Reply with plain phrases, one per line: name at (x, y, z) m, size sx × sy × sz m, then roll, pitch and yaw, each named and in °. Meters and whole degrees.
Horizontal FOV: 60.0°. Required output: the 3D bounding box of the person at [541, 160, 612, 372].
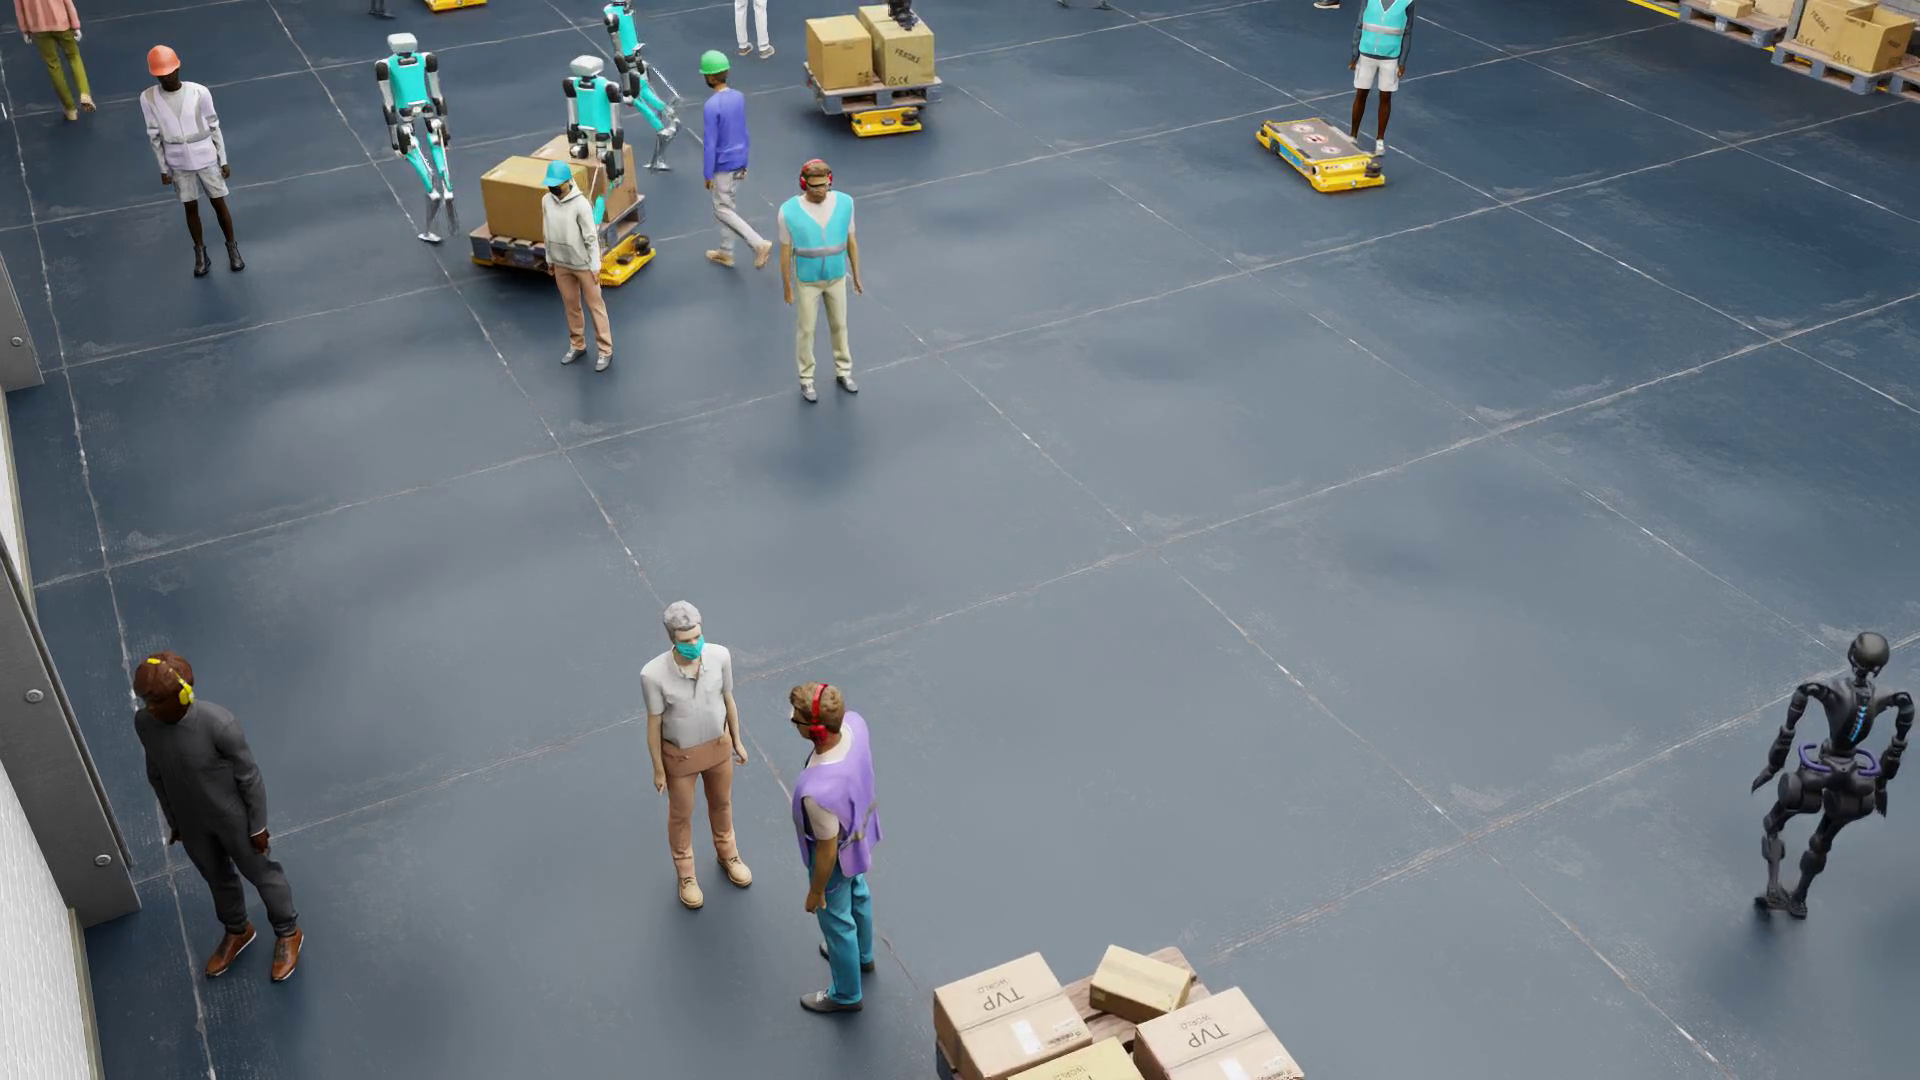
person at (-2.889, -2.042, 12.412) m, size 0.470 × 1.669 × 0.391 m, roll 13°, pitch 37°, yaw 18°

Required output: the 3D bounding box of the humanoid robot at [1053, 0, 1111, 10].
humanoid robot at (1.481, -7.102, 19.651) m, size 0.660 × 1.626 × 0.595 m, roll 17°, pitch 39°, yaw 23°

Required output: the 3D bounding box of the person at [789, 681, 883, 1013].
person at (-0.542, 1.374, 7.382) m, size 0.376 × 1.841 × 0.571 m, roll 8°, pitch 36°, yaw 11°

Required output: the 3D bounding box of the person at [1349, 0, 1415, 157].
person at (4.020, -4.659, 15.912) m, size 0.552 × 1.940 × 0.418 m, roll 11°, pitch 37°, yaw 16°

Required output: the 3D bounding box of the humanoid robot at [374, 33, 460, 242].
humanoid robot at (-4.559, -3.360, 14.279) m, size 0.542 × 1.836 × 0.755 m, roll -21°, pitch 40°, yaw -27°

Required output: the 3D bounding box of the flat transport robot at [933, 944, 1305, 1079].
flat transport robot at (0.642, 2.504, 7.141) m, size 0.659 × 0.231 × 1.431 m, roll -15°, pitch 38°, yaw -20°

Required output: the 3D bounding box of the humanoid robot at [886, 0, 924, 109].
humanoid robot at (-0.564, -5.101, 16.779) m, size 0.448 × 1.638 × 0.597 m, roll -13°, pitch 37°, yaw -18°

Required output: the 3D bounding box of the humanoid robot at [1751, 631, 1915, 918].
humanoid robot at (4.117, 1.134, 7.866) m, size 0.598 × 1.641 × 0.357 m, roll 7°, pitch 36°, yaw 9°

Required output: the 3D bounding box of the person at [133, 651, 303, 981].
person at (-3.366, 1.254, 7.527) m, size 0.493 × 1.874 × 0.350 m, roll 5°, pitch 35°, yaw 7°

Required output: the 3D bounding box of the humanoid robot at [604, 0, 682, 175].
humanoid robot at (-2.894, -4.235, 15.511) m, size 0.666 × 1.825 × 0.530 m, roll 4°, pitch 35°, yaw 5°

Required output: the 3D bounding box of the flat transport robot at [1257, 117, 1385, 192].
flat transport robot at (3.470, -3.740, 16.055) m, size 0.659 × 0.231 × 1.431 m, roll -10°, pitch 36°, yaw -14°

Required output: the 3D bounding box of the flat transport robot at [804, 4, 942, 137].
flat transport robot at (-0.907, -4.517, 17.166) m, size 0.659 × 0.231 × 1.431 m, roll -10°, pitch 36°, yaw -14°

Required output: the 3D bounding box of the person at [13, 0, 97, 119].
person at (-9.140, -5.141, 16.705) m, size 0.546 × 1.826 × 0.423 m, roll -19°, pitch 39°, yaw -25°

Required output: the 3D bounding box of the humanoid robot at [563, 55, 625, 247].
humanoid robot at (-3.106, -3.036, 13.770) m, size 0.536 × 1.770 × 0.785 m, roll 14°, pitch 37°, yaw 19°

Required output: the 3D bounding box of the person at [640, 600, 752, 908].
person at (-1.261, 1.015, 7.975) m, size 0.474 × 1.750 × 0.320 m, roll -19°, pitch 39°, yaw -25°

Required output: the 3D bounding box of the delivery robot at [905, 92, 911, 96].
delivery robot at (-0.692, -4.901, 17.479) m, size 0.499 × 0.612 × 0.796 m, roll 9°, pitch 36°, yaw 13°

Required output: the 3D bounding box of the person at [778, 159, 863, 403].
person at (-1.017, -1.894, 12.052) m, size 0.575 × 1.837 × 0.393 m, roll -14°, pitch 37°, yaw -19°

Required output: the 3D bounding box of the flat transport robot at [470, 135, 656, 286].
flat transport robot at (-3.404, -2.486, 14.265) m, size 1.431 × 0.231 × 0.659 m, roll 11°, pitch 37°, yaw 16°

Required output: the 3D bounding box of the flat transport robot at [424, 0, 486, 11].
flat transport robot at (-6.367, -6.835, 20.474) m, size 0.659 × 0.231 × 1.431 m, roll -18°, pitch 39°, yaw -24°

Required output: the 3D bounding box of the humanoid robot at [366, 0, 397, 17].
humanoid robot at (-6.914, -6.950, 19.414) m, size 0.404 × 1.651 × 0.593 m, roll -2°, pitch 35°, yaw -3°

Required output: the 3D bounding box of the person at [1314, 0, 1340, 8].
person at (4.465, -7.320, 19.691) m, size 0.362 × 1.962 × 0.611 m, roll 5°, pitch 35°, yaw 7°

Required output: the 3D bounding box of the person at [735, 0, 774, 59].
person at (-2.313, -6.241, 18.226) m, size 0.573 × 1.880 × 0.361 m, roll 10°, pitch 36°, yaw 14°

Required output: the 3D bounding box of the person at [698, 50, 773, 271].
person at (-1.866, -3.093, 13.764) m, size 0.686 × 1.840 × 0.520 m, roll 20°, pitch 39°, yaw 26°

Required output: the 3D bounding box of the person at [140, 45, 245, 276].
person at (-6.336, -3.123, 13.722) m, size 0.551 × 1.935 × 0.358 m, roll -11°, pitch 37°, yaw -16°
